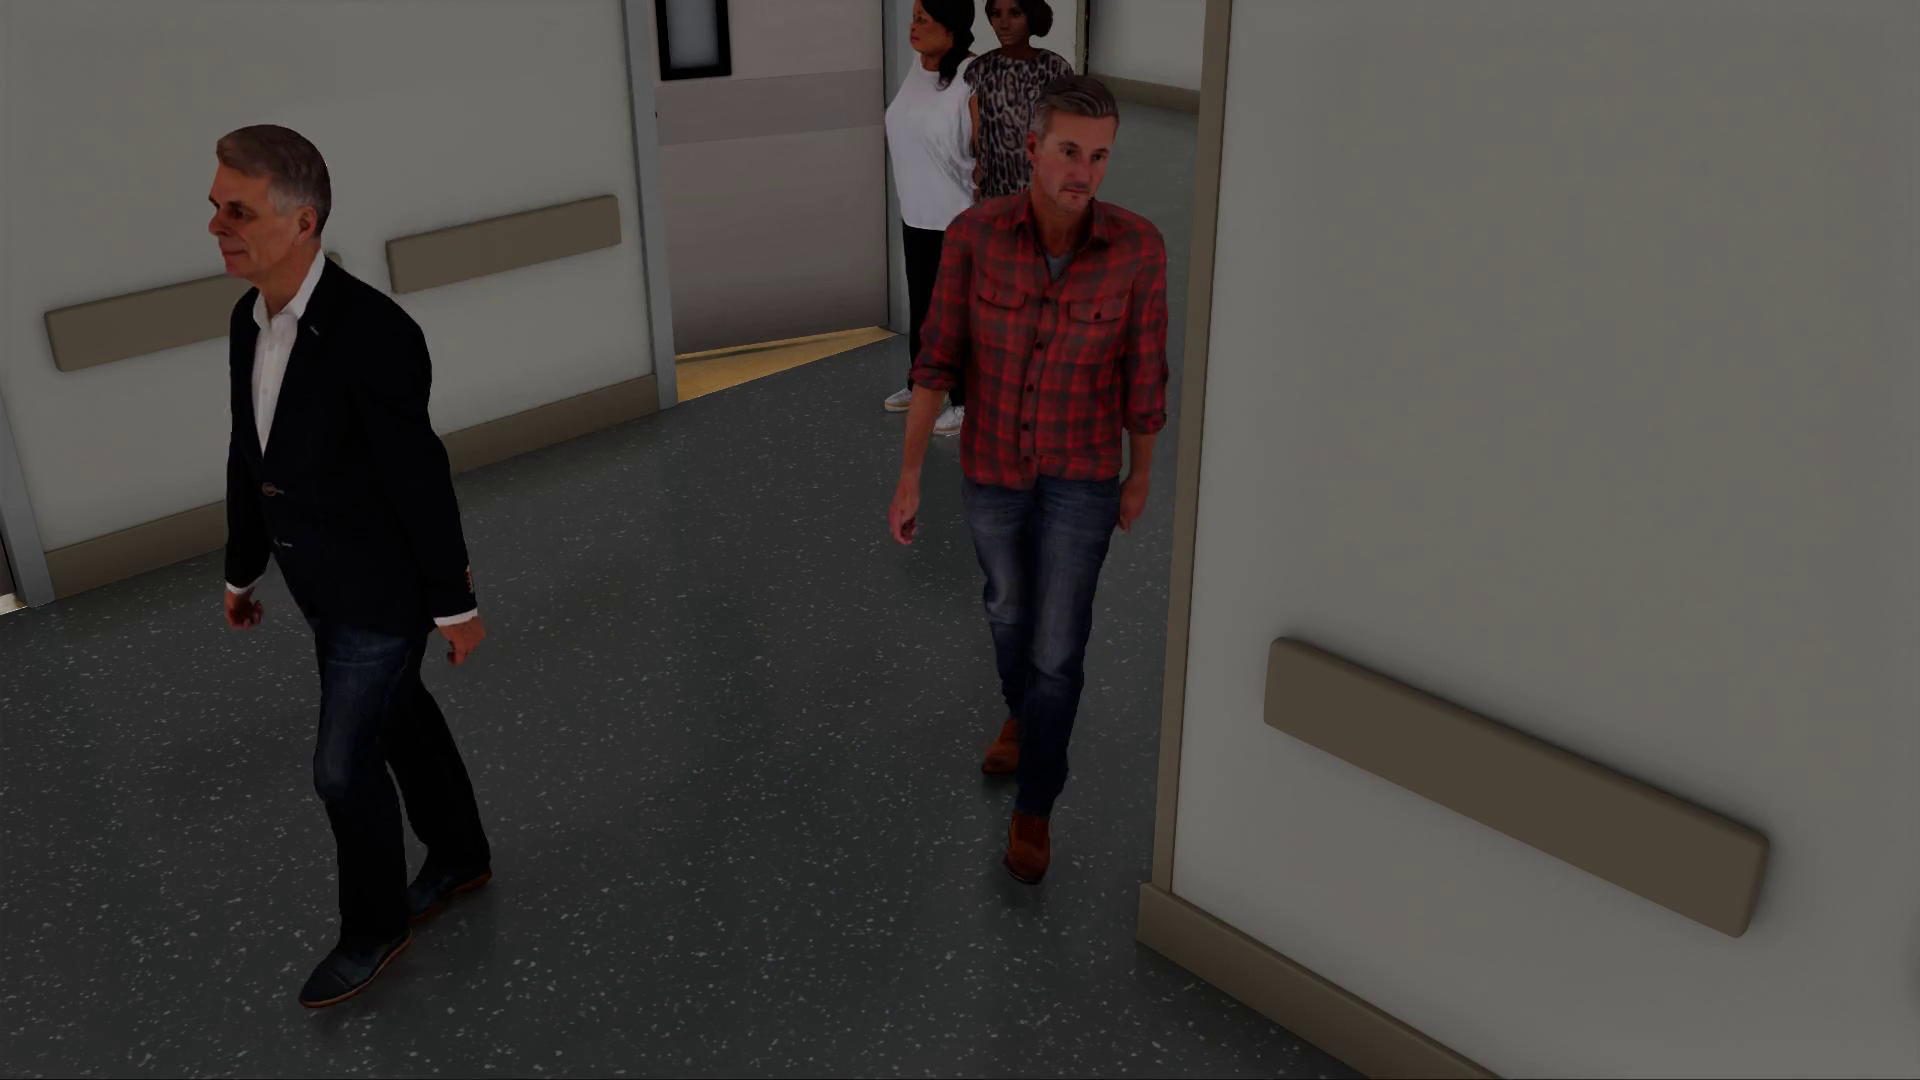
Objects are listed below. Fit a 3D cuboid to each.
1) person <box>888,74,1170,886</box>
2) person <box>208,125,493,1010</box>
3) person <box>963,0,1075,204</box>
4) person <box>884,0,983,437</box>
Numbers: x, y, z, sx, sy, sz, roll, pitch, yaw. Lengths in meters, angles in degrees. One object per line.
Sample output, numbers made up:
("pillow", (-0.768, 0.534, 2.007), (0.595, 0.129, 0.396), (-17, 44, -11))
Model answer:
("person", (0.210, -0.196, 3.961), (1.014, 1.797, 1.152), (9, 27, 18))
("person", (-1.188, 0.030, 3.489), (0.779, 1.801, 0.839), (19, 32, 34))
("person", (0.236, -1.213, 6.195), (0.991, 1.690, 1.105), (2, 26, 4))
("person", (-0.064, -1.250, 6.273), (0.675, 1.687, 0.700), (-16, 30, -30))
